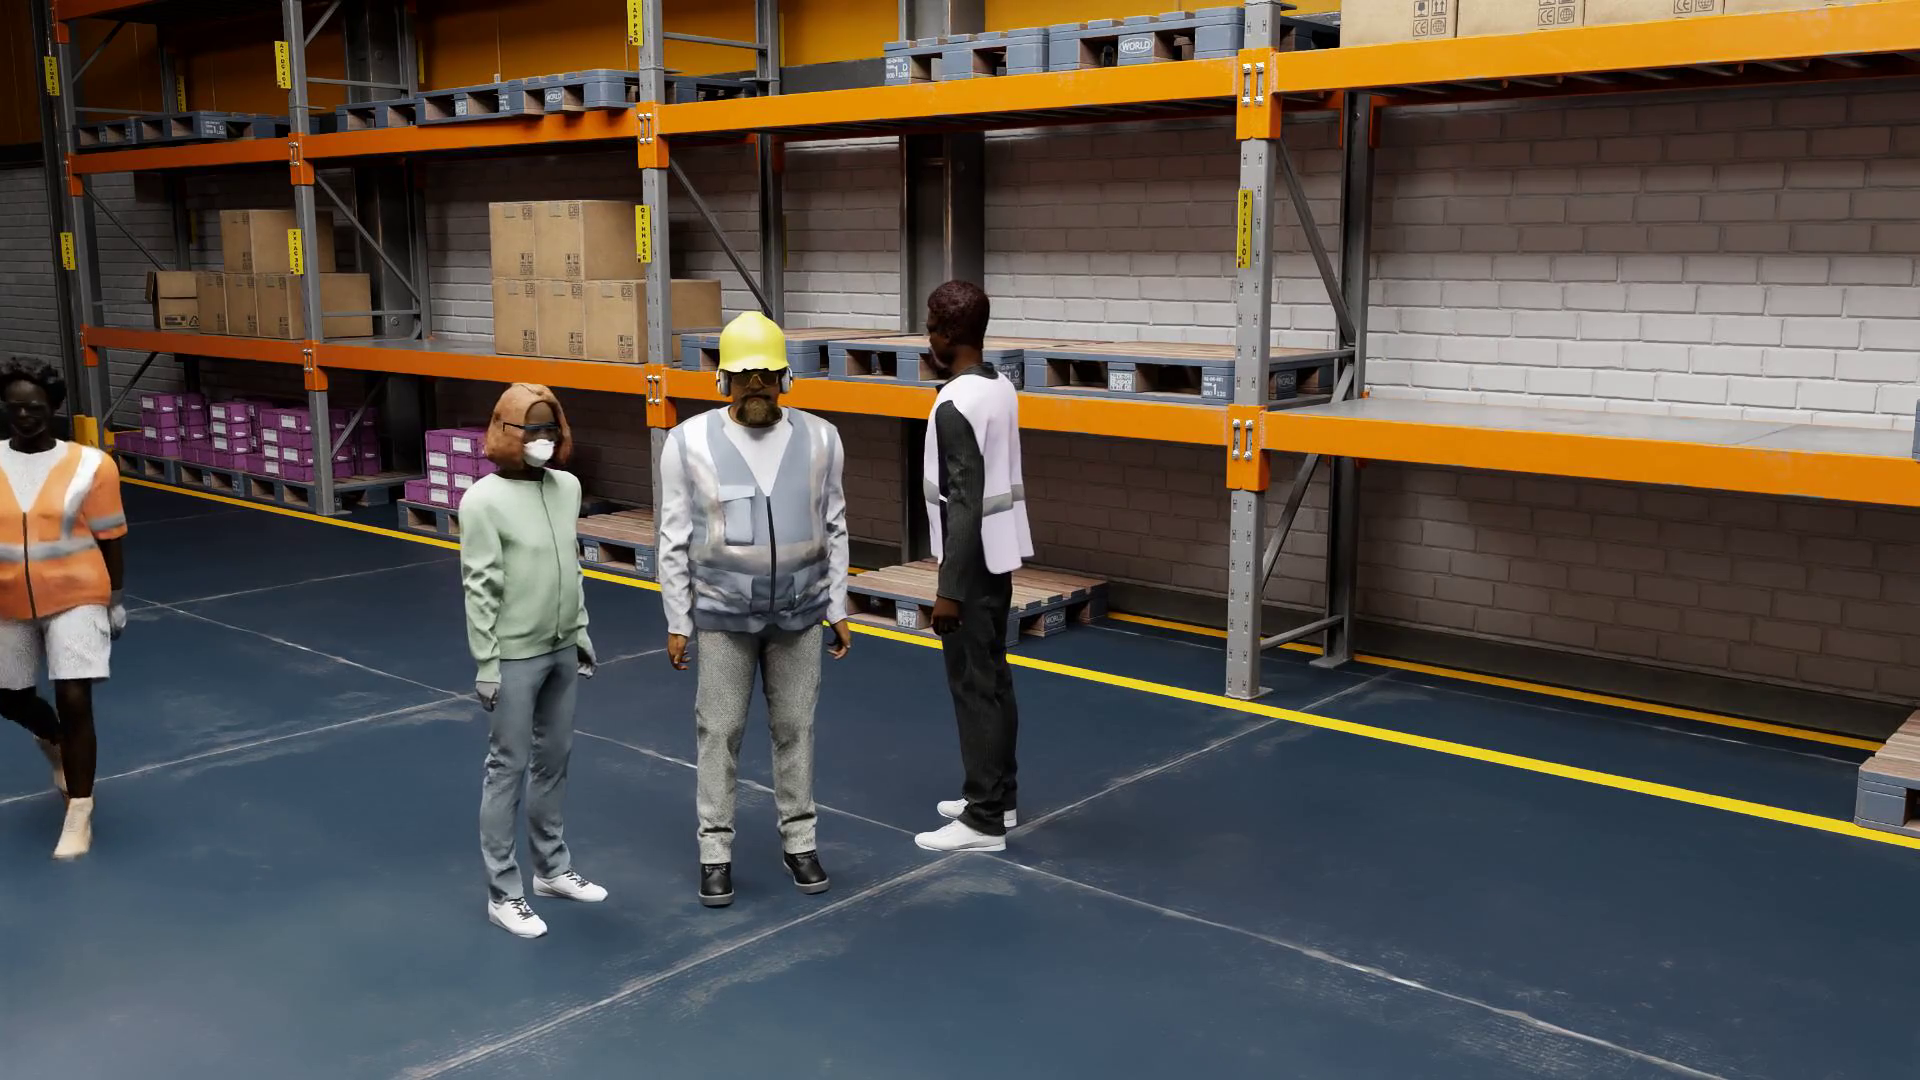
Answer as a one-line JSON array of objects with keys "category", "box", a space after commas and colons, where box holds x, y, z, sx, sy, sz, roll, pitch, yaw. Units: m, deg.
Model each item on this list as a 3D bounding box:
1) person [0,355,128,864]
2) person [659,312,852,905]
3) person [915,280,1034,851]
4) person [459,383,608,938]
[{"category": "person", "box": [-3.112, 0.198, 5.682, 0.537, 1.678, 0.700, -3, 10, -14]}, {"category": "person", "box": [-0.621, 0.214, 5.155, 0.603, 1.830, 0.404, -3, 11, -19]}, {"category": "person", "box": [0.053, 0.094, 5.598, 0.370, 1.915, 0.597, 2, 10, 14]}, {"category": "person", "box": [-1.271, 0.345, 4.973, 0.269, 1.632, 0.509, 5, 11, 24]}]
